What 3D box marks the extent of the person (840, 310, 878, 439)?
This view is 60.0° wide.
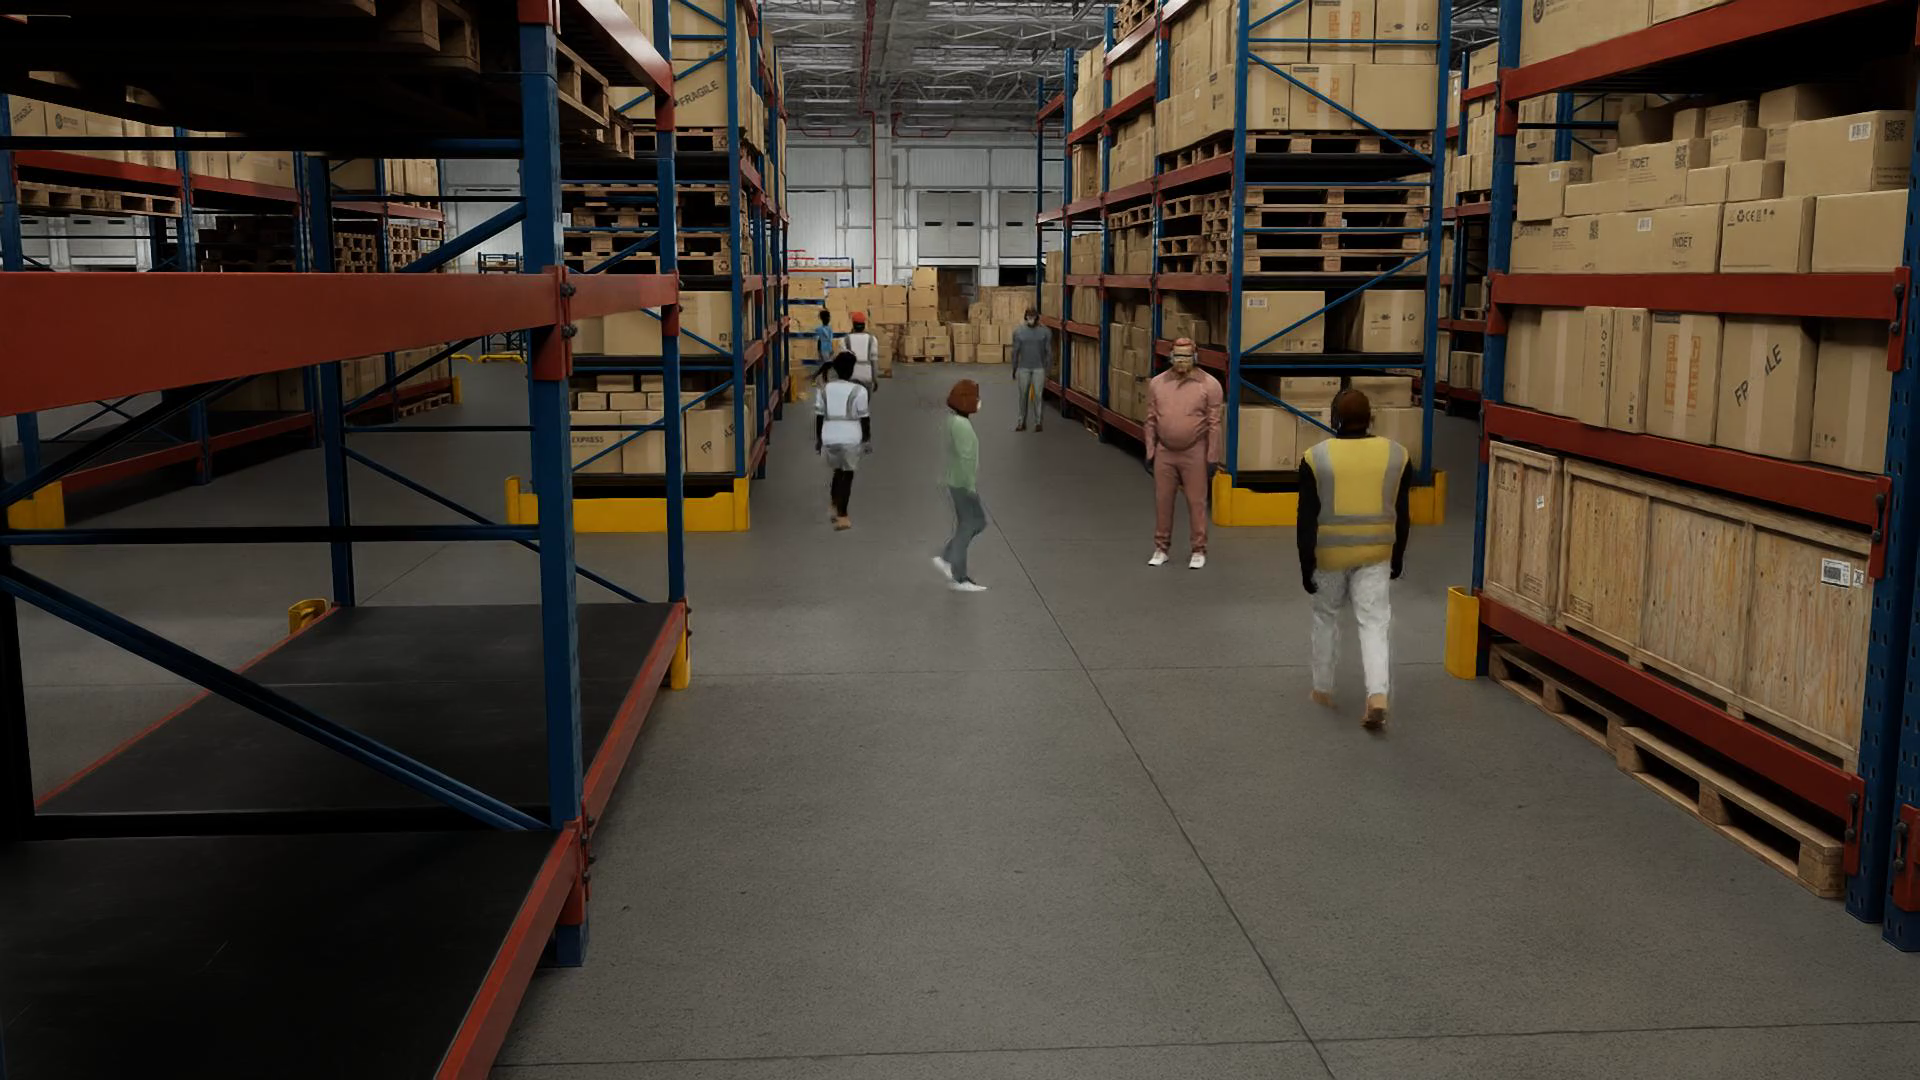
[{"bbox_3d":[-1.467,-2.381,24.165,0.549,1.907,0.912,-1,9,-5],"label":"person"}]

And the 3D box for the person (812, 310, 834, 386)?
[{"bbox_3d":[-2.897,-4.026,35.161,0.525,1.678,0.542,4,10,24],"label":"person"}]

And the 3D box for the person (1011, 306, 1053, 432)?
[{"bbox_3d":[1.105,-2.631,25.601,0.635,1.936,0.354,2,9,10],"label":"person"}]

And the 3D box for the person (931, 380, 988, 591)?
[{"bbox_3d":[0.038,-0.403,12.602,0.384,1.619,0.507,1,9,4],"label":"person"}]

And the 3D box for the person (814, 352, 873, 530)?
[{"bbox_3d":[-1.086,-0.944,15.787,0.549,1.674,0.536,4,10,24],"label":"person"}]

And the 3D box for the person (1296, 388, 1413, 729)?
[{"bbox_3d":[2.122,0.089,8.951,0.624,1.810,0.893,0,9,3],"label":"person"}]

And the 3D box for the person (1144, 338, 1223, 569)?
[{"bbox_3d":[1.818,-0.709,13.671,0.646,1.898,0.397,4,10,26],"label":"person"}]
